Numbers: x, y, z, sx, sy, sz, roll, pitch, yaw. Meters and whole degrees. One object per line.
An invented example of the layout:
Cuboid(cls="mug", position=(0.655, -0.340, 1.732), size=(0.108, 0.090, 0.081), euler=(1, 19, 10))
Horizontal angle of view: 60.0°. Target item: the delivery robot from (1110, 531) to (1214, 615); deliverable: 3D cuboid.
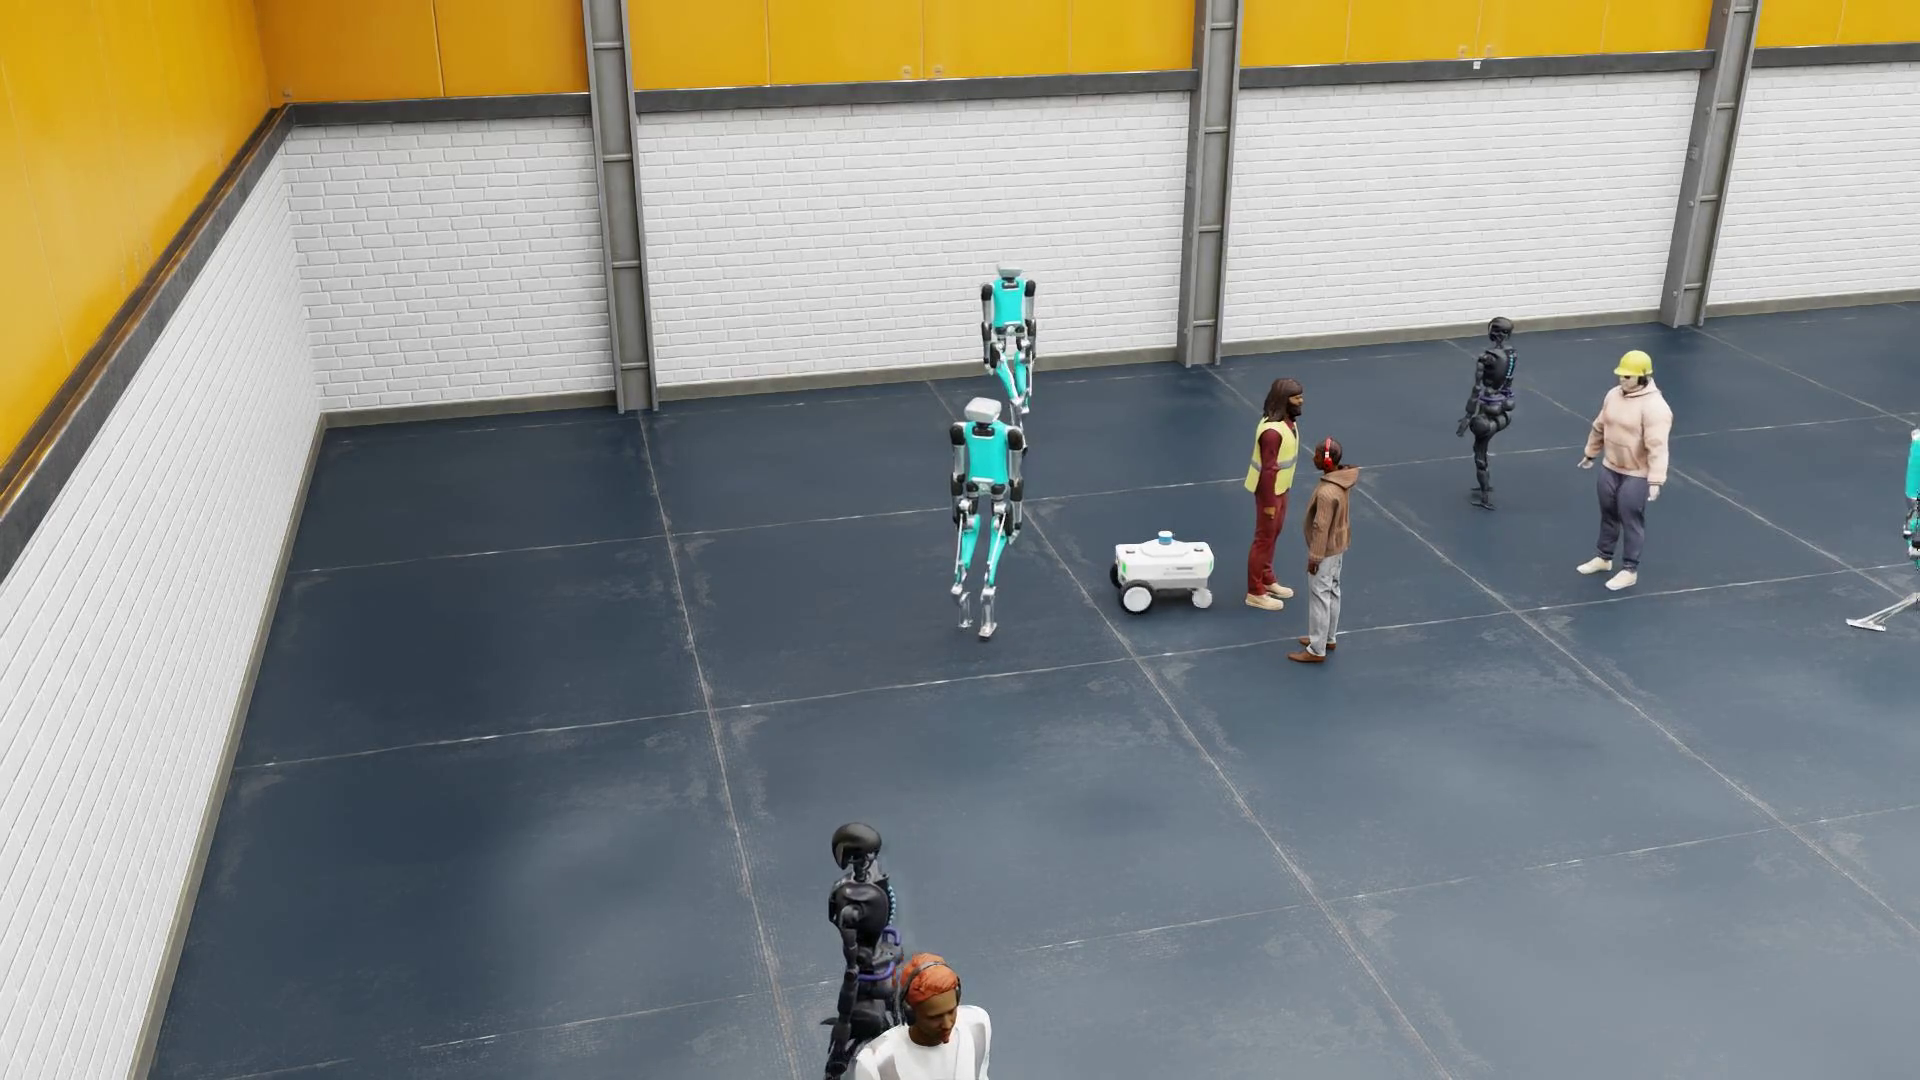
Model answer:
Cuboid(cls="delivery robot", position=(1.507, 0.233, 12.494), size=(0.807, 0.609, 0.499), euler=(-2, 24, -3))

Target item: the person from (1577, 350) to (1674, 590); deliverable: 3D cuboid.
Cuboid(cls="person", position=(5.074, -0.550, 12.646), size=(0.459, 1.857, 0.810), euler=(-10, 26, -22))

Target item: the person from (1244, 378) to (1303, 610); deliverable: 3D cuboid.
Cuboid(cls="person", position=(2.317, -0.353, 12.316), size=(0.388, 1.766, 0.473), euler=(11, 26, 24))

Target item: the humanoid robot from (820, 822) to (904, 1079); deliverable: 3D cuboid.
Cuboid(cls="humanoid robot", position=(-0.389, 1.930, 7.299), size=(0.789, 1.628, 0.589), euler=(3, 24, 7))

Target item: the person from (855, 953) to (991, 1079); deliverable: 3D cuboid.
Cuboid(cls="person", position=(-0.110, 2.318, 6.096), size=(0.573, 1.882, 0.355), euler=(-16, 29, -33))

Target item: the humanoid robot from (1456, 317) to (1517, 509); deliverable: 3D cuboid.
Cuboid(cls="humanoid robot", position=(4.467, -1.084, 14.085), size=(0.584, 1.646, 0.450), euler=(-19, 30, -36))

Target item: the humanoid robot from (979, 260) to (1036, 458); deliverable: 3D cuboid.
Cuboid(cls="humanoid robot", position=(0.539, -1.609, 15.249), size=(0.541, 1.781, 0.991), euler=(-7, 25, -16))

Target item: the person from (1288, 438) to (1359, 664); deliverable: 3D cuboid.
Cuboid(cls="person", position=(2.525, 0.076, 11.479), size=(0.327, 1.648, 0.462), euler=(12, 26, 24))

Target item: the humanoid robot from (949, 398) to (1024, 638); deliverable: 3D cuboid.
Cuboid(cls="humanoid robot", position=(0.130, -0.070, 11.687), size=(0.543, 1.794, 0.670), euler=(7, 25, 16))

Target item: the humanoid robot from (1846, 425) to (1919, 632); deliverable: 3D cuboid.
Cuboid(cls="humanoid robot", position=(7.002, -0.039, 11.707), size=(1.028, 1.777, 0.542), euler=(10, 25, 21))
